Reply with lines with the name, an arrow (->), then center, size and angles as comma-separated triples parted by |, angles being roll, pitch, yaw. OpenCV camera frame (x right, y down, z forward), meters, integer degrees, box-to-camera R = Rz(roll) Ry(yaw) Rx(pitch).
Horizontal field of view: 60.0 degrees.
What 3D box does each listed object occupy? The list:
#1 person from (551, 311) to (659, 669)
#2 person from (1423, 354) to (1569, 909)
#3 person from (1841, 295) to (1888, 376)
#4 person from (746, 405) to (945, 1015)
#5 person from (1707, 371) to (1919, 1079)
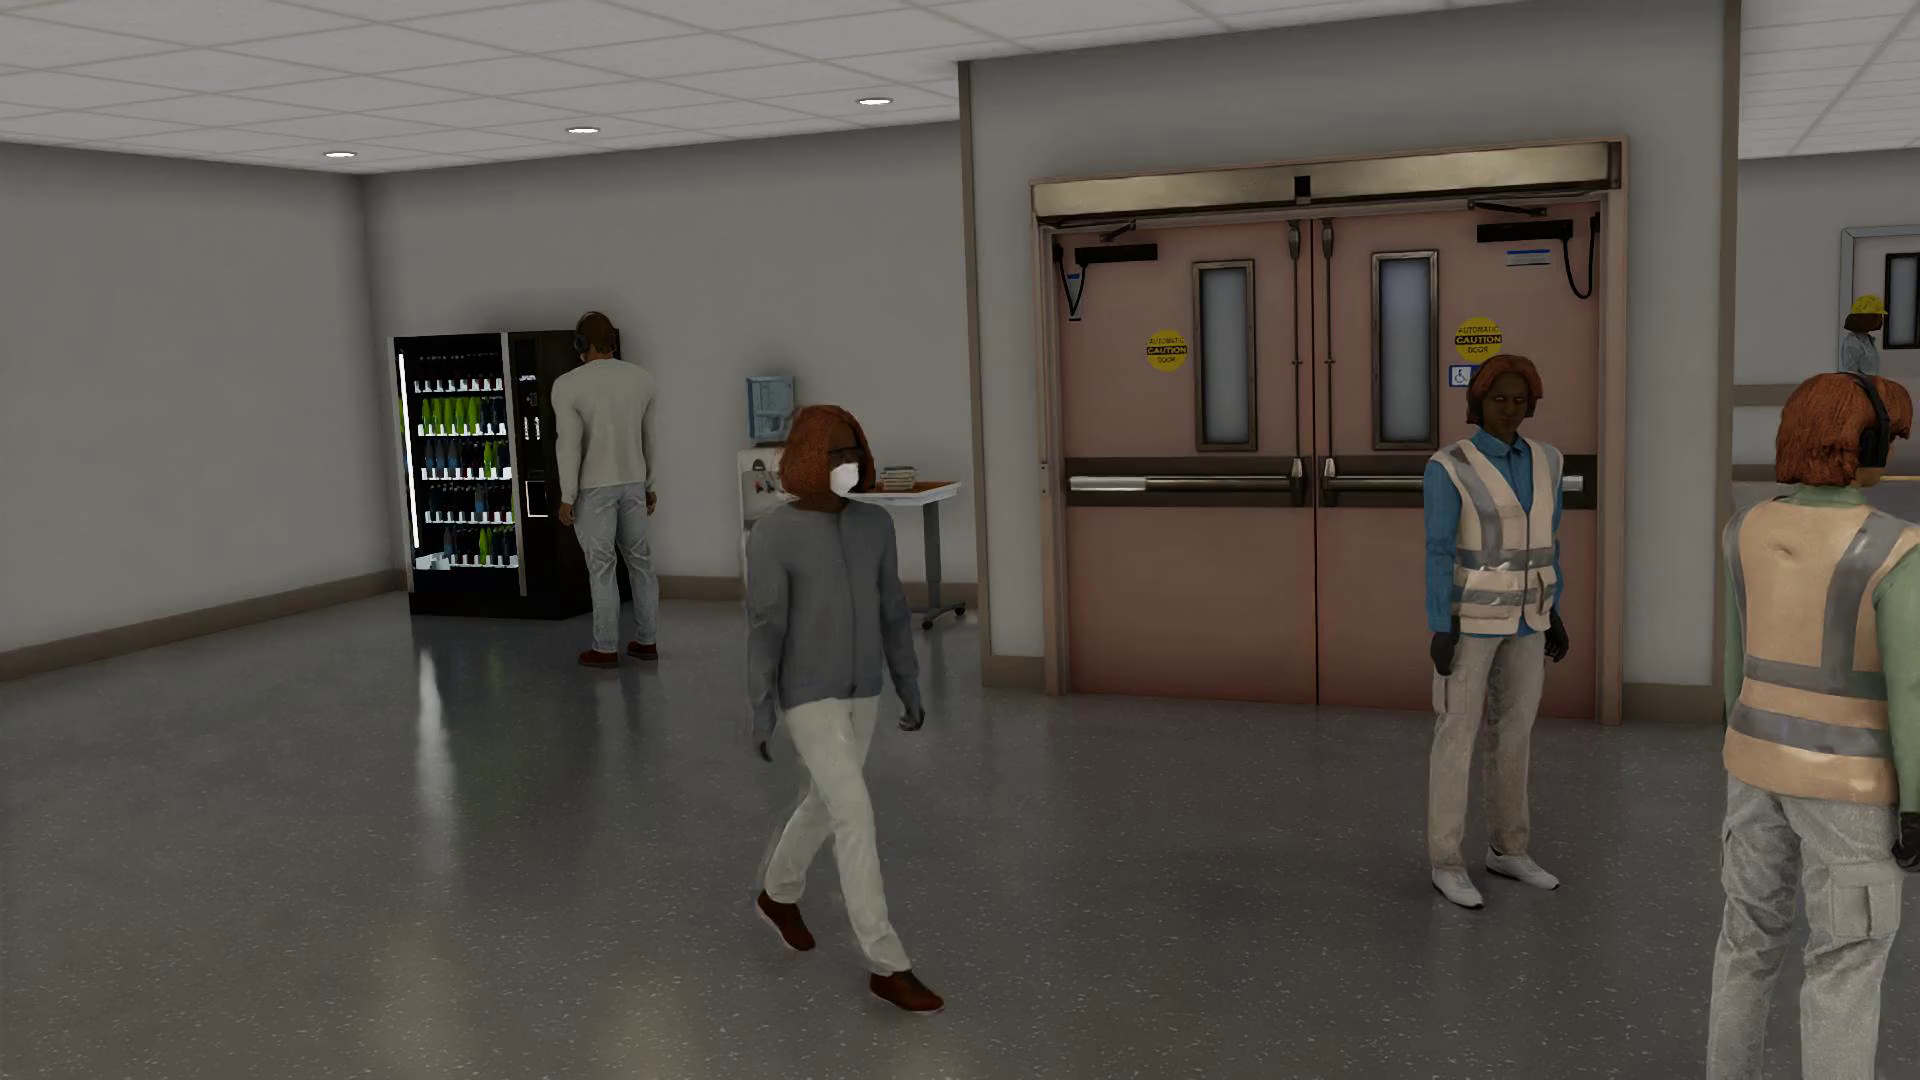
person -> -1.911, -0.270, 9.046 | 0.630, 1.938, 0.373 | -9, 10, -43
person -> 1.606, 0.265, 4.986 | 0.517, 1.636, 0.313 | -6, 8, -25
person -> 6.971, -1.021, 12.865 | 0.339, 1.735, 0.482 | 5, 10, 43
person -> -0.368, 0.420, 4.561 | 0.832, 1.597, 0.510 | 5, 10, 43
person -> 1.700, 0.486, 3.291 | 0.318, 1.630, 0.514 | -5, 8, -18
